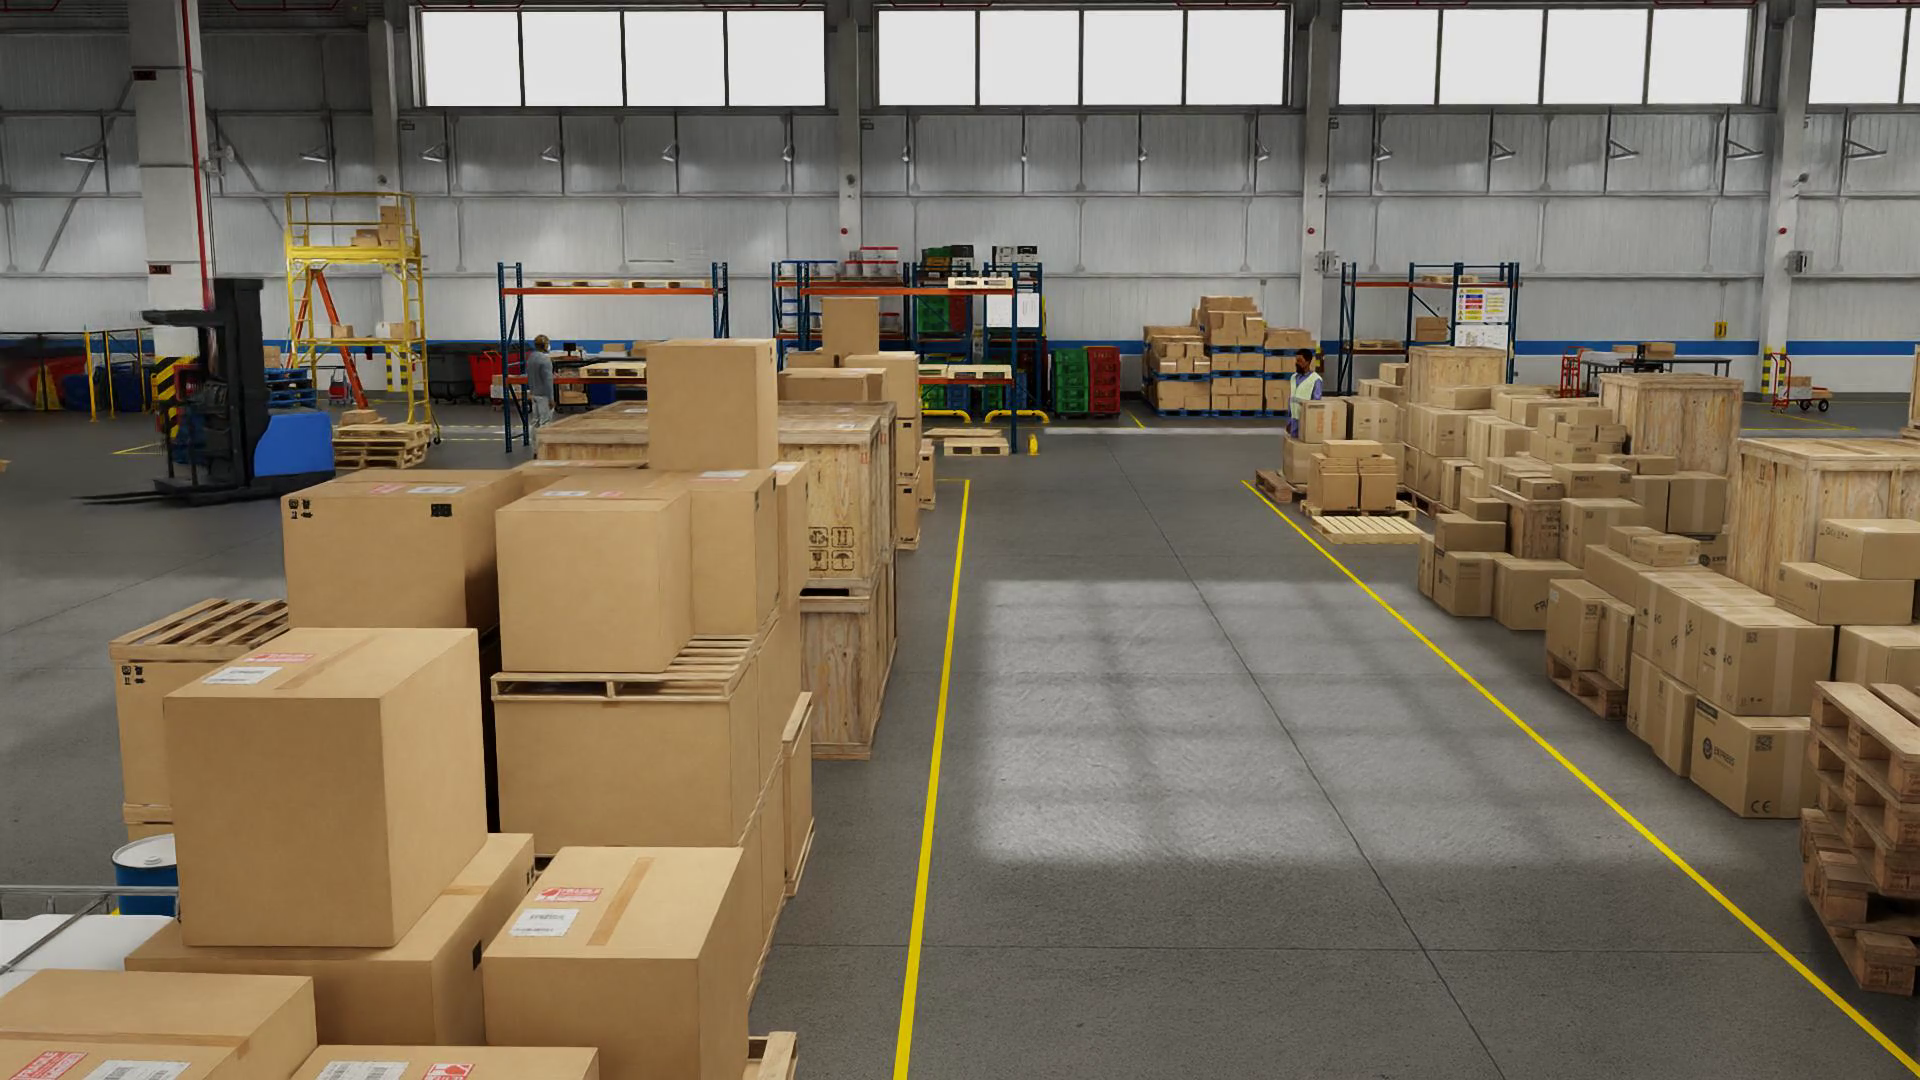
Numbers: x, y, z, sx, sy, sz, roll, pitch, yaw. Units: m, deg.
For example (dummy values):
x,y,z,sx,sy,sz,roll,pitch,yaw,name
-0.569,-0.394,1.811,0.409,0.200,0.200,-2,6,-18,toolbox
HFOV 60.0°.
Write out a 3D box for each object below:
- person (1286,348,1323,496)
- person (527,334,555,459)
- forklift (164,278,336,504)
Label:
x,y,z,sx,sy,sz,roll,pitch,yaw,name
4.498,-1.546,21.772,0.392,1.919,0.592,-5,11,-27,person
-6.417,-2.193,25.586,0.367,1.939,0.634,-8,13,-40,person
-9.217,-1.973,21.451,1.873,2.768,1.129,-8,12,-40,forklift
